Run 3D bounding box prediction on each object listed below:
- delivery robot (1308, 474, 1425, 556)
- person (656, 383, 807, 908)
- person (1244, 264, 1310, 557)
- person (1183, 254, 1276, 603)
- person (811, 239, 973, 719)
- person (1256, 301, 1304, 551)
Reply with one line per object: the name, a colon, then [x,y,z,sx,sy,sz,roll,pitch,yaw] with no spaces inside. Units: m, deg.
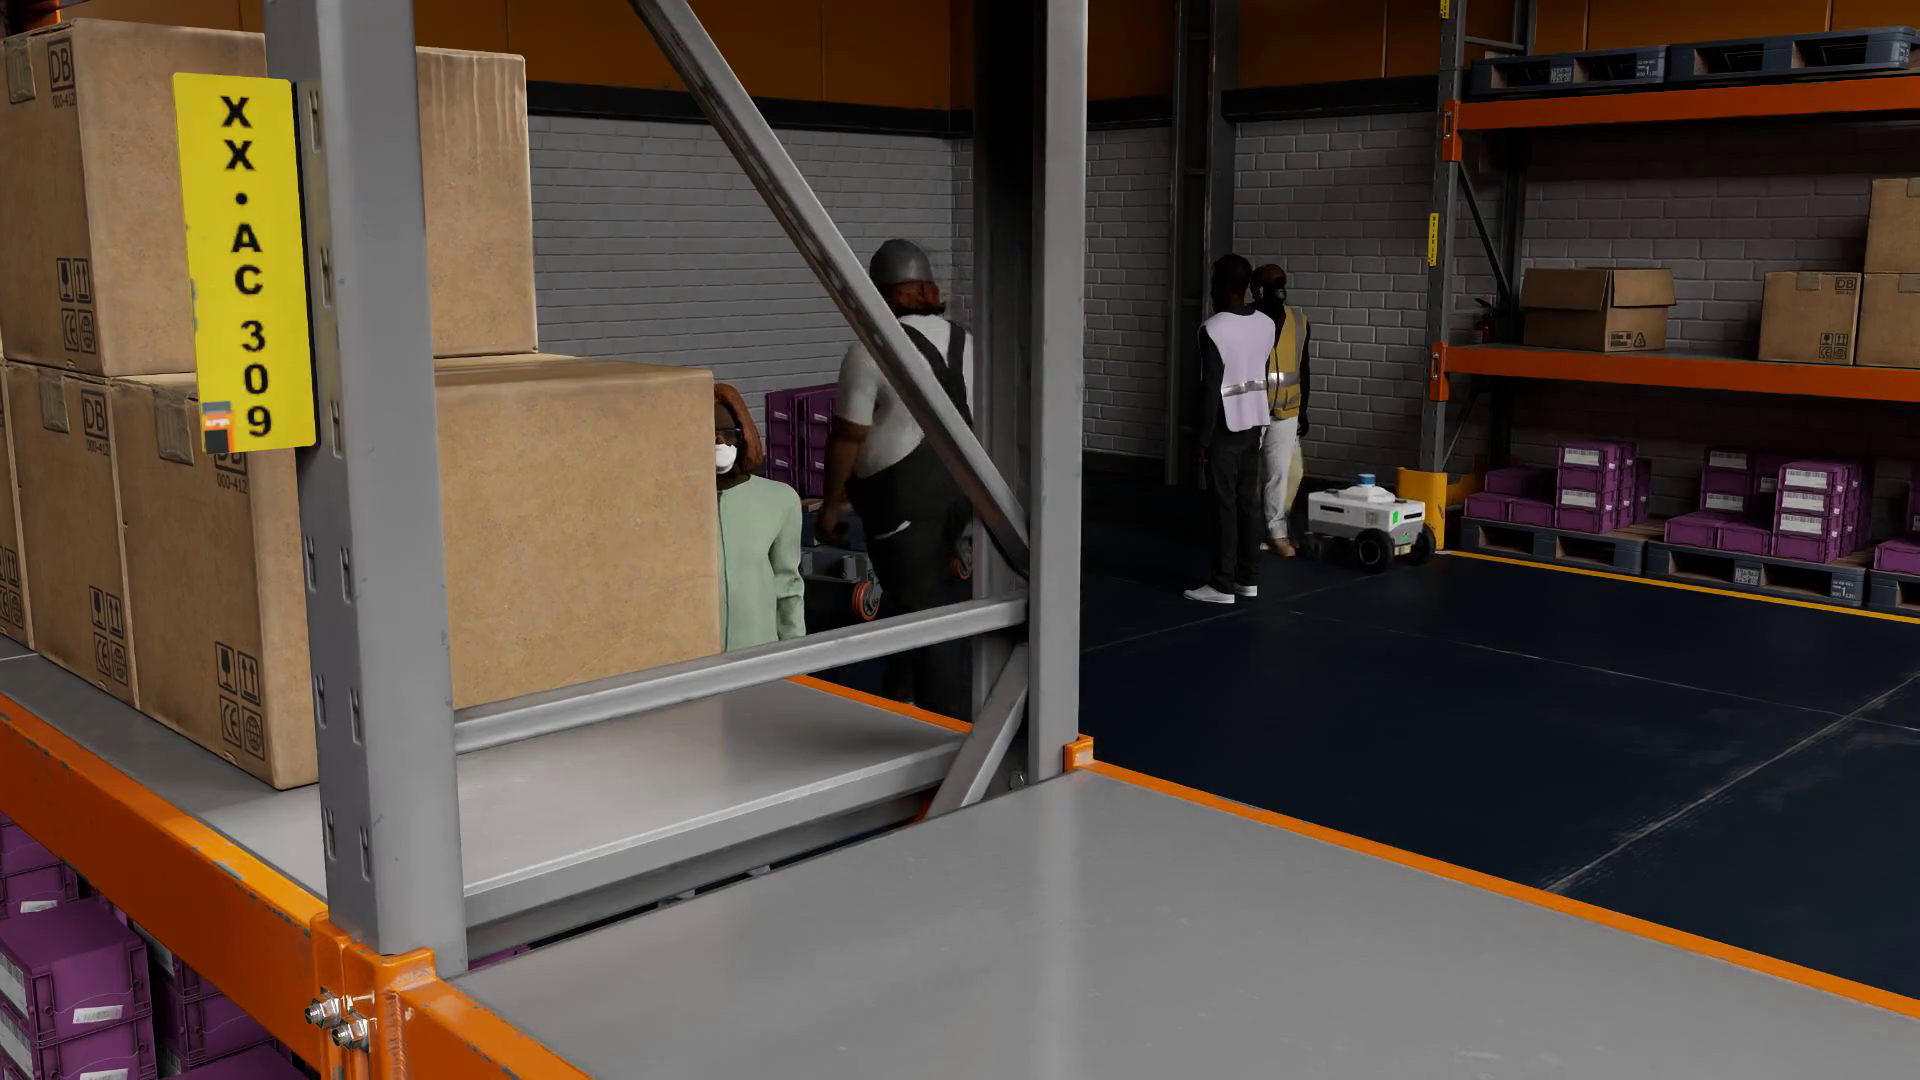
delivery robot: [2.489,-0.163,10.232,0.477,0.478,0.707,-8,13,-39]
person: [-0.658,0.381,4.576,0.508,1.632,0.265,-5,11,-24]
person: [1.909,-0.802,10.458,0.633,1.843,0.429,-2,11,-11]
person: [1.499,-0.607,9.181,0.391,1.922,0.593,10,14,43]
person: [-0.265,-0.193,6.594,0.876,2.000,0.697,9,14,42]
person: [2.013,-0.716,10.602,0.519,1.616,0.507,-5,11,-24]
